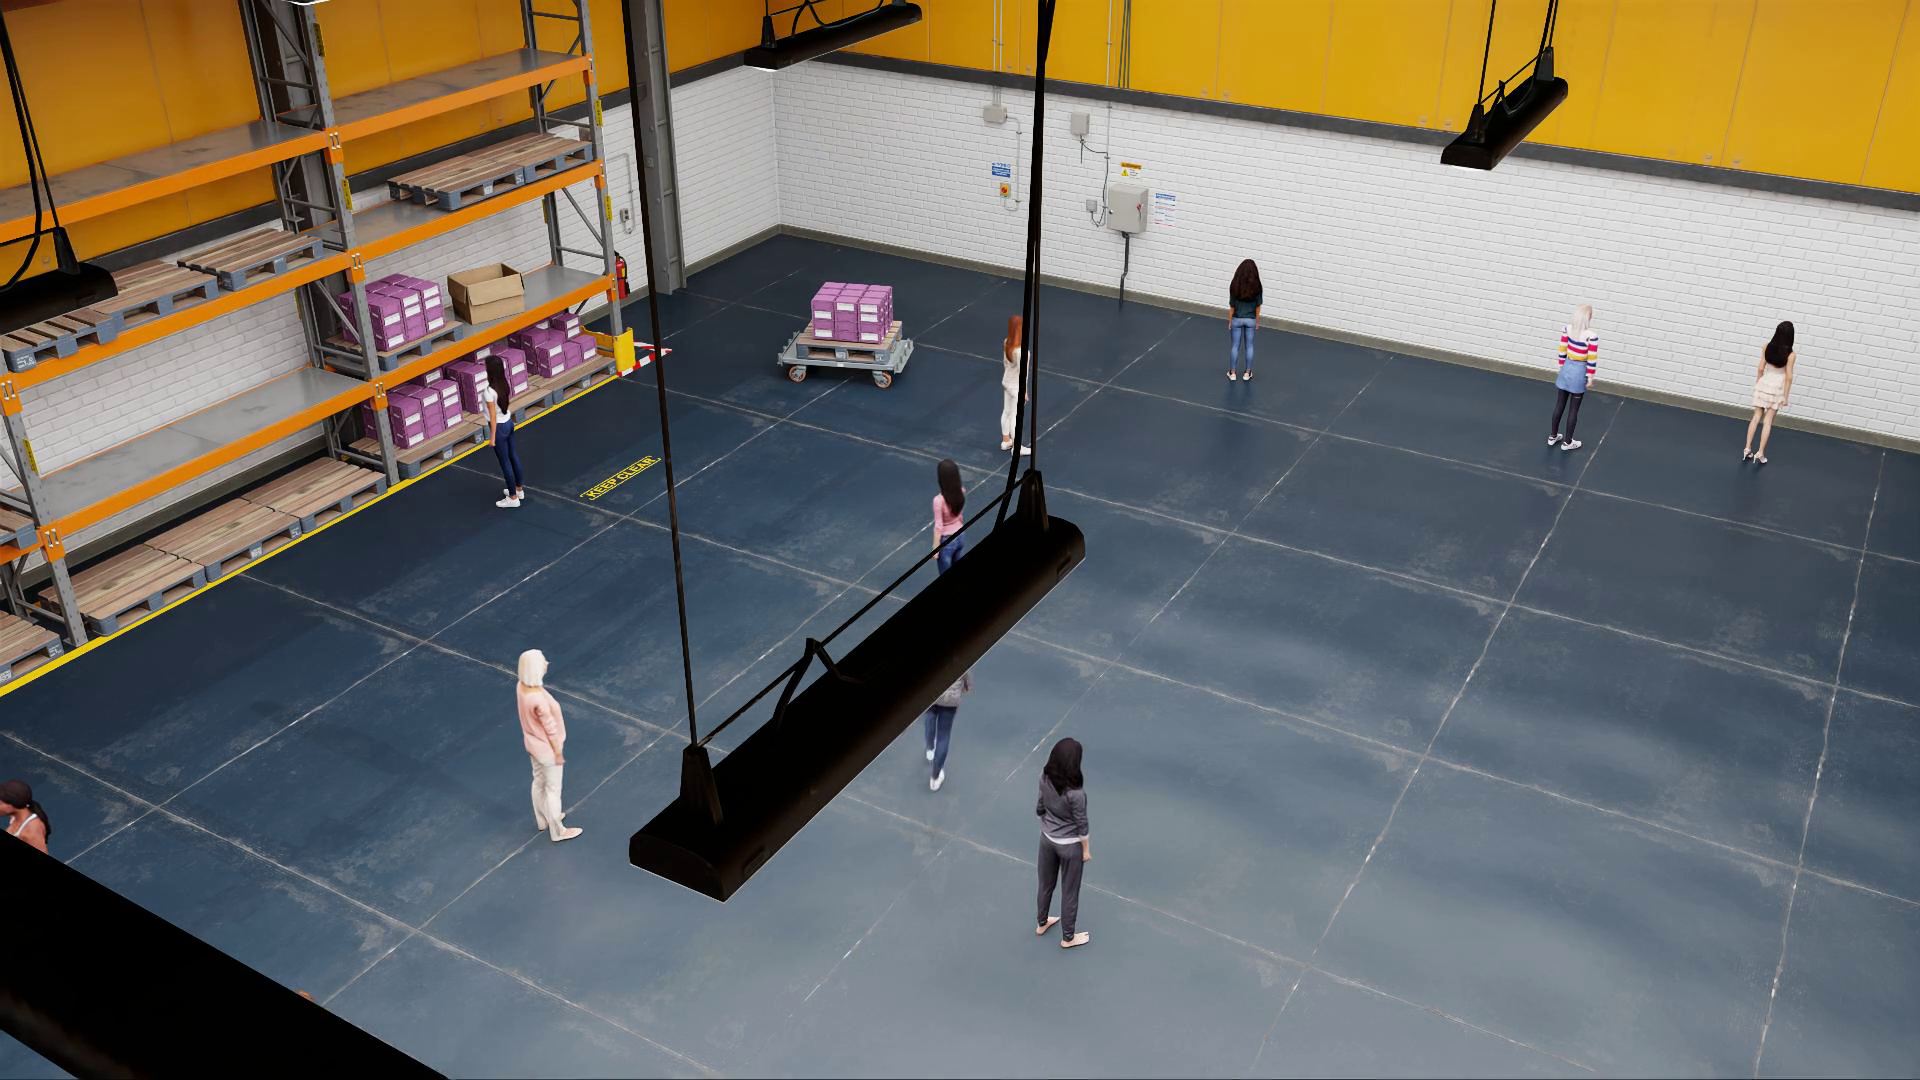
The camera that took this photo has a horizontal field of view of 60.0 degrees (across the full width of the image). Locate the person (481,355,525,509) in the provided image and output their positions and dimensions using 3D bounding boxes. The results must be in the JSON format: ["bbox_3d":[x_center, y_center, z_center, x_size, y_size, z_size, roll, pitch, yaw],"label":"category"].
[{"bbox_3d":[-5.029,-1.208,18.312,0.711,1.775,0.569,5,29,9],"label":"person"}]

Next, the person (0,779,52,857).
[{"bbox_3d":[-6.435,2.402,11.716,0.605,1.755,0.619,-23,36,-36],"label":"person"}]

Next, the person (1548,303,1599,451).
[{"bbox_3d":[7.244,-1.949,19.635,0.683,1.809,0.723,-19,34,-30],"label":"person"}]

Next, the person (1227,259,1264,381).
[{"bbox_3d":[3.668,-2.848,21.485,0.694,1.617,0.719,3,29,5],"label":"person"}]

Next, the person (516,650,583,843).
[{"bbox_3d":[-3.309,1.616,13.188,0.635,1.725,0.664,-22,36,-35],"label":"person"}]

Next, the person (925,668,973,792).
[{"bbox_3d":[-0.163,1.318,13.764,0.773,1.697,0.946,6,29,12],"label":"person"}]

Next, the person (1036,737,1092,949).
[{"bbox_3d":[0.740,2.192,12.092,0.641,1.764,0.577,23,36,36],"label":"person"}]

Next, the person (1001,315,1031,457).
[{"bbox_3d":[0.632,-1.815,19.491,0.724,1.713,0.687,-12,31,-21],"label":"person"}]

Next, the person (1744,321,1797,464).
[{"bbox_3d":[9.388,-1.713,19.281,0.660,1.736,0.653,-18,33,-30],"label":"person"}]

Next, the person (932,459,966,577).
[{"bbox_3d":[-0.109,0.015,16.109,0.661,1.739,0.477,21,35,34],"label":"person"}]
